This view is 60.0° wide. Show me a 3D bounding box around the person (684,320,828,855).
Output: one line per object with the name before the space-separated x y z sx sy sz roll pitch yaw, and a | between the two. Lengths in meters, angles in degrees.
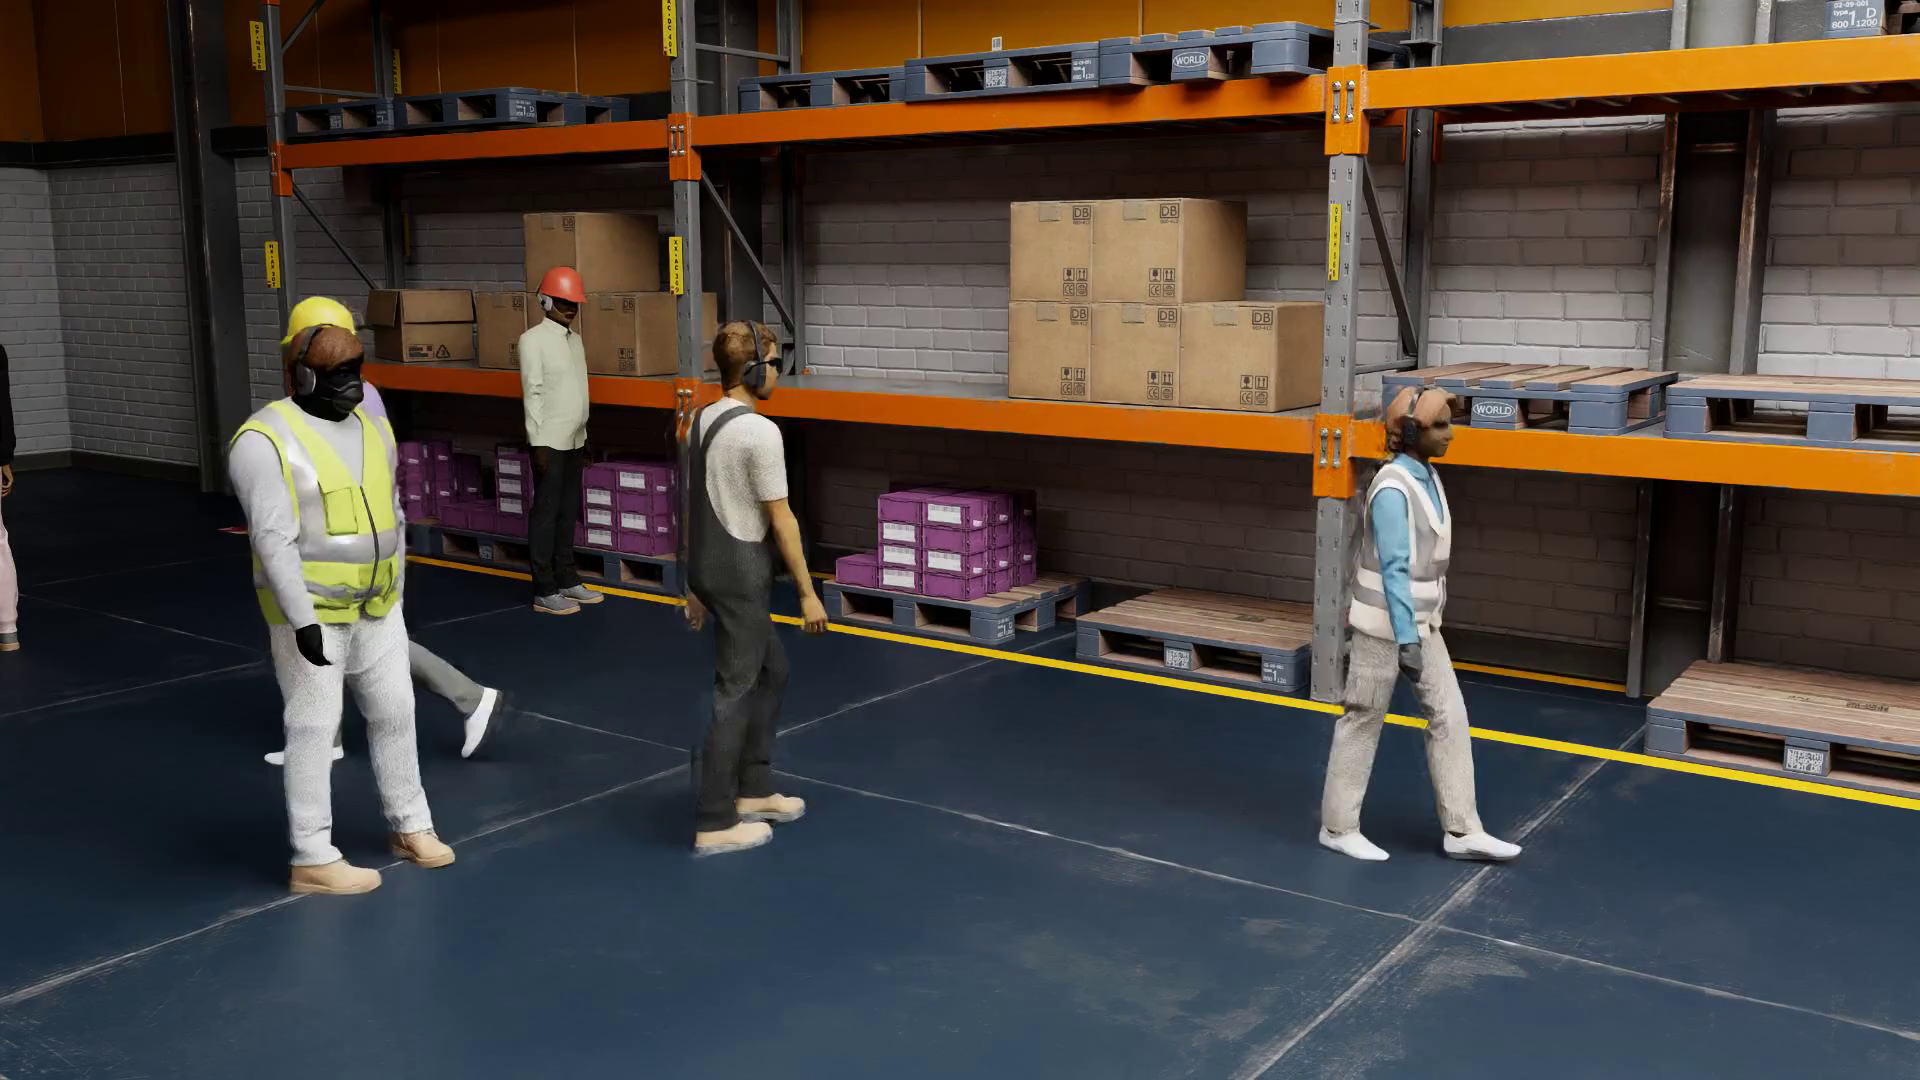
person | -0.677 0.166 5.715 0.646 1.823 0.510 -6 11 -30

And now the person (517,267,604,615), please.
person | -2.306 -0.576 9.629 0.391 1.986 0.608 3 10 15

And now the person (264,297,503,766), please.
person | -2.335 -0.020 6.616 0.871 1.893 0.582 -2 10 -13

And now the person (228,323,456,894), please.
person | -2.006 0.220 5.373 0.454 1.827 0.632 5 11 28

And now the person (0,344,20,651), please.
person | -5.105 -0.382 8.443 0.375 1.998 0.610 5 11 29

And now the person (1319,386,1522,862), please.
person | 1.546 0.308 5.484 0.754 1.608 0.541 6 11 32
